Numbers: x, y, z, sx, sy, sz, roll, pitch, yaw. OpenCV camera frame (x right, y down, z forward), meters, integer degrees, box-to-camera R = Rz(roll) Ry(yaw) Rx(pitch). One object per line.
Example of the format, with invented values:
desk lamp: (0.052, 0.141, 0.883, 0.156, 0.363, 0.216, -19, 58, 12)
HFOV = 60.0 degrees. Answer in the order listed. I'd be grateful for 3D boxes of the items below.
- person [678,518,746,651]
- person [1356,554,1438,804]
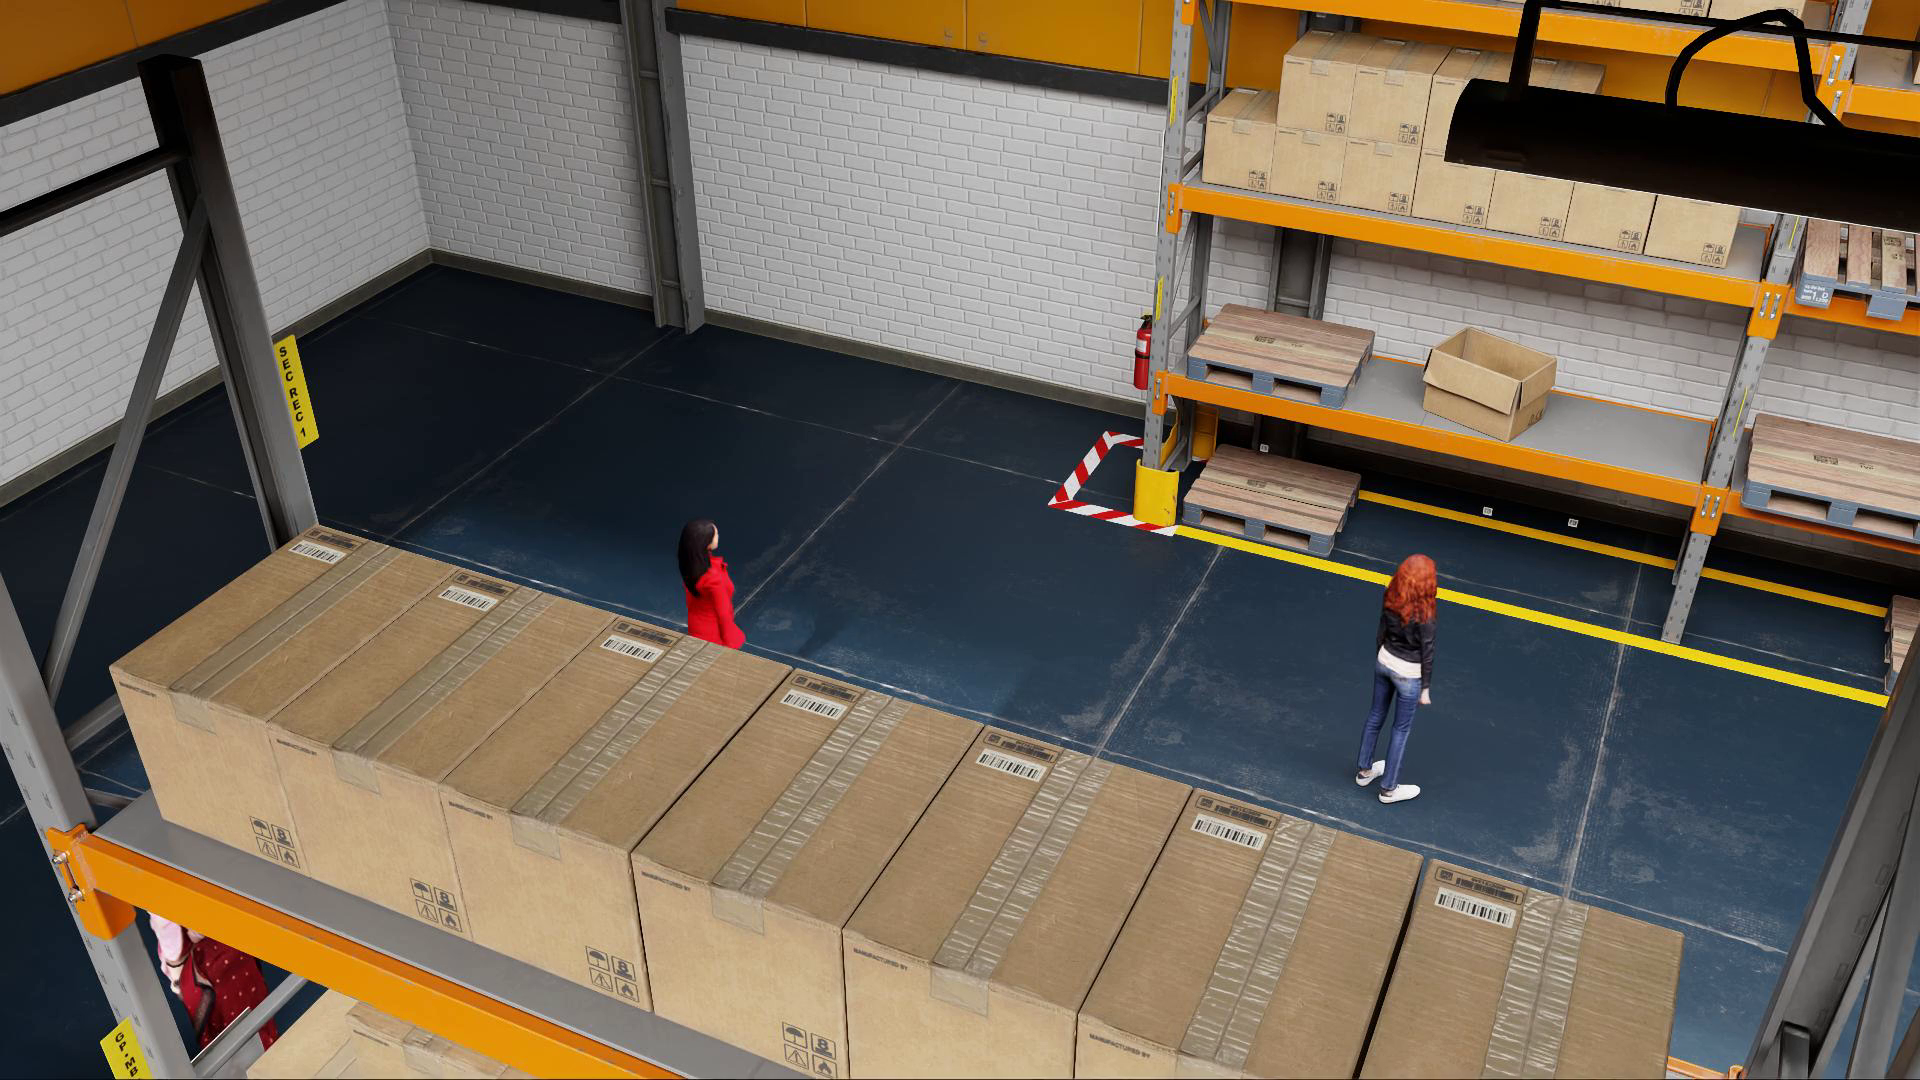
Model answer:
person: (-1.633, 0.649, 10.573, 1.024, 1.715, 1.106, -21, 39, -28)
person: (2.698, 0.843, 10.214, 0.729, 1.790, 0.646, -18, 38, -25)
